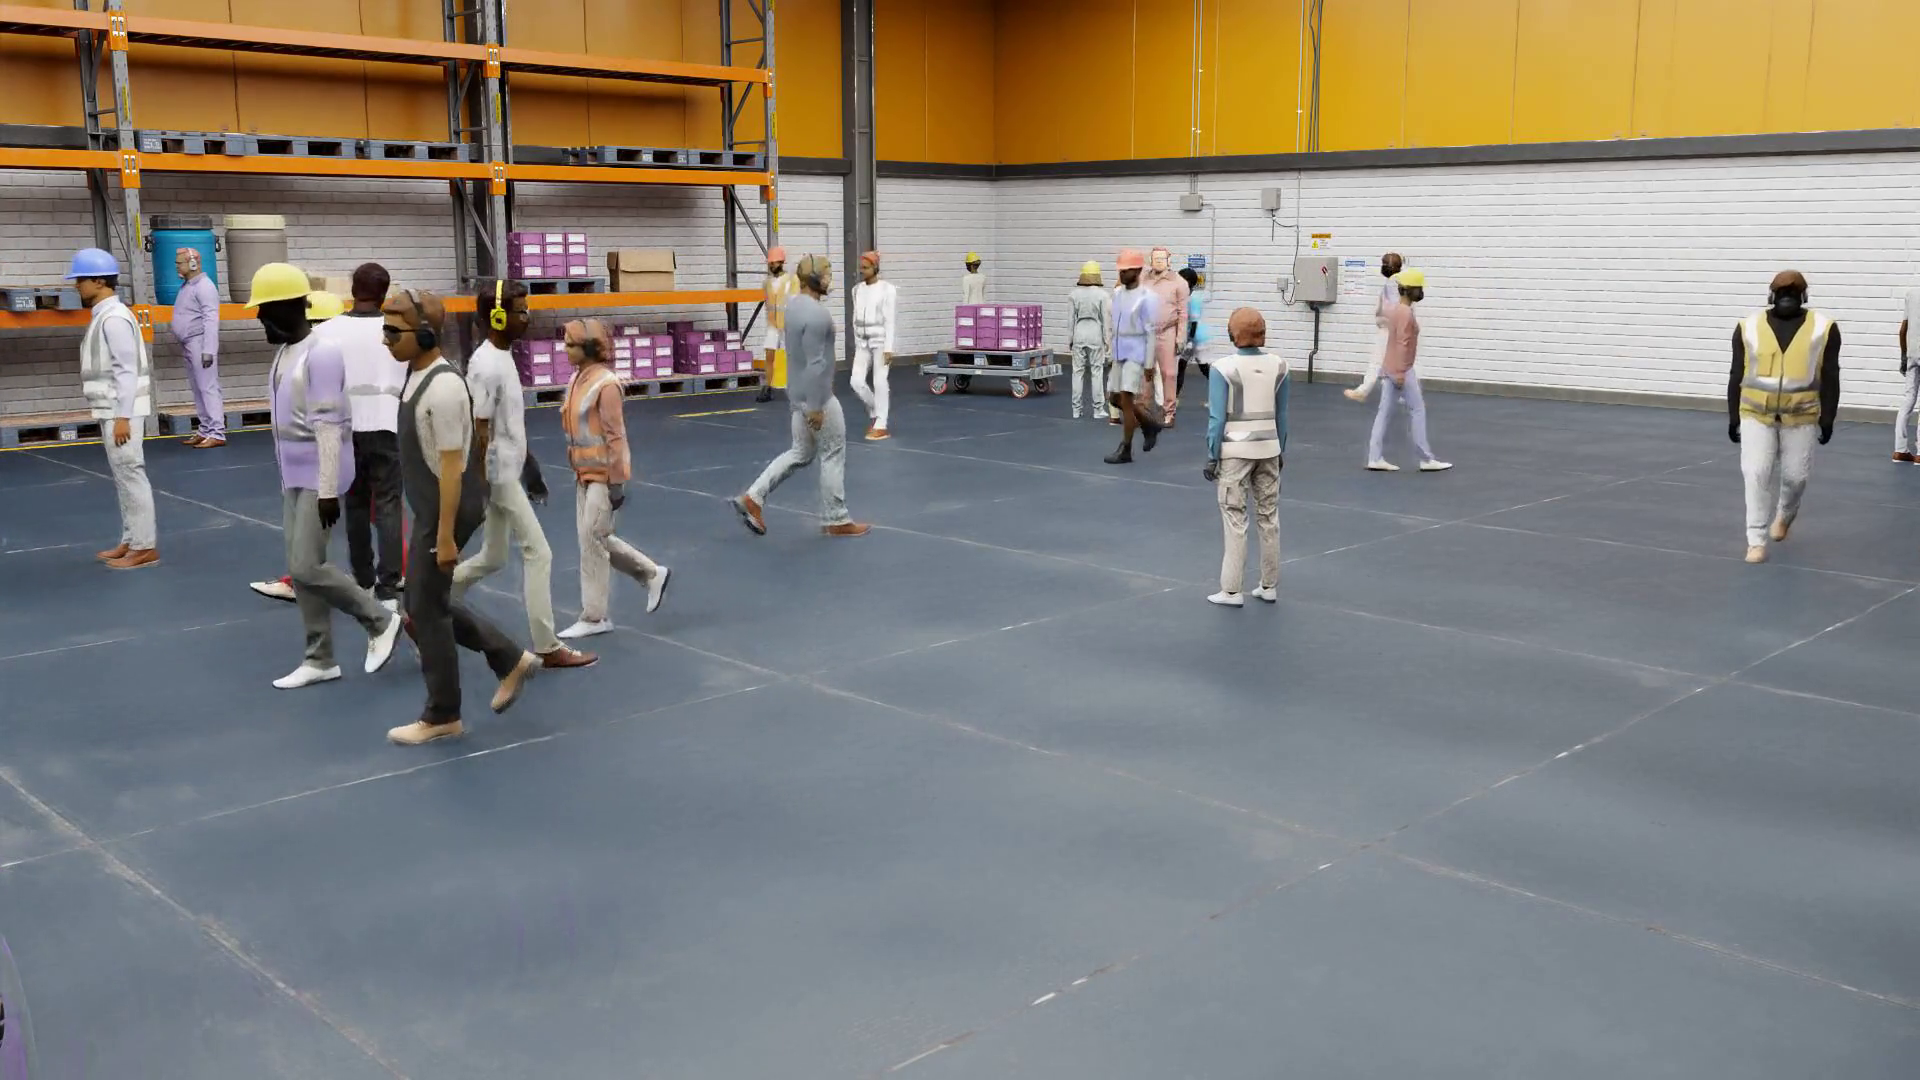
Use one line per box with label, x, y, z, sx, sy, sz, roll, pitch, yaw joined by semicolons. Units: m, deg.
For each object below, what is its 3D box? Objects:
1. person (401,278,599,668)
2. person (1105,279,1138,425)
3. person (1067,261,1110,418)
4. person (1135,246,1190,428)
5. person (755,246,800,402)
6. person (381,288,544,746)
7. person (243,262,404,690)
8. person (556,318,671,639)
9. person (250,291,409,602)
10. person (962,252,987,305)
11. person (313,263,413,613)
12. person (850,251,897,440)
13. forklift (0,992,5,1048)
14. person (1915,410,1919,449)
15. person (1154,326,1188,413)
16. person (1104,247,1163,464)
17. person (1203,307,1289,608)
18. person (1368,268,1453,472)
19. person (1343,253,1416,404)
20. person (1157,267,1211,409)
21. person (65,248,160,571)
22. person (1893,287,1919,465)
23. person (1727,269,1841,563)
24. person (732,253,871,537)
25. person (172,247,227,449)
person;-2.184;-0.285;7.683;0.856;1.839;0.515;-3;11;-15
person;1.772;-2.026;17.703;0.498;1.633;0.279;9;14;41
person;1.440;-2.224;18.490;0.493;1.740;0.325;4;11;21
person;2.078;-2.137;17.550;0.641;1.913;0.407;5;12;27
person;-2.161;-2.653;20.441;0.559;1.896;0.989;5;11;24
person;-2.001;-0.082;6.586;0.533;1.824;0.551;-5;11;-23
person;-2.867;-0.278;7.429;0.503;1.902;0.612;-9;14;-41
person;-1.779;-0.319;8.451;0.592;1.619;0.521;-7;12;-32
person;-3.479;-0.513;9.223;0.902;1.715;0.557;-4;11;-19
person;0.196;-3.411;24.896;0.308;1.769;0.524;9;13;39
person;-3.200;-0.546;9.061;0.617;1.843;0.943;-4;11;-19
person;-0.865;-1.917;16.484;0.577;1.871;0.418;8;13;37
forklift;-3.245;0.323;3.363;2.313;2.155;1.214;2;11;13
person;9.297;-1.833;15.746;0.367;1.964;0.604;6;12;30
person;2.354;-2.278;19.126;0.505;1.617;0.574;0;10;2
person;1.567;-1.644;14.827;0.643;1.920;0.551;-7;12;-33
person;1.562;-0.446;9.079;0.514;1.636;0.315;-5;11;-24
person;3.880;-1.435;14.169;0.787;1.733;0.553;1;10;5
person;5.118;-2.533;20.013;0.932;1.796;0.652;5;12;26
person;2.715;-2.326;19.276;0.818;1.654;0.537;-3;11;-14
person;-5.128;-0.788;10.096;0.404;1.945;0.614;-7;12;-32
person;8.544;-1.593;14.719;0.333;1.864;0.515;-3;11;-15
person;5.158;-0.789;10.457;0.636;1.822;0.716;5;12;26
person;-1.057;-0.941;11.040;0.855;1.916;0.635;-4;11;-19
person;-7.295;-1.829;15.886;0.405;1.904;0.653;-9;13;-39
